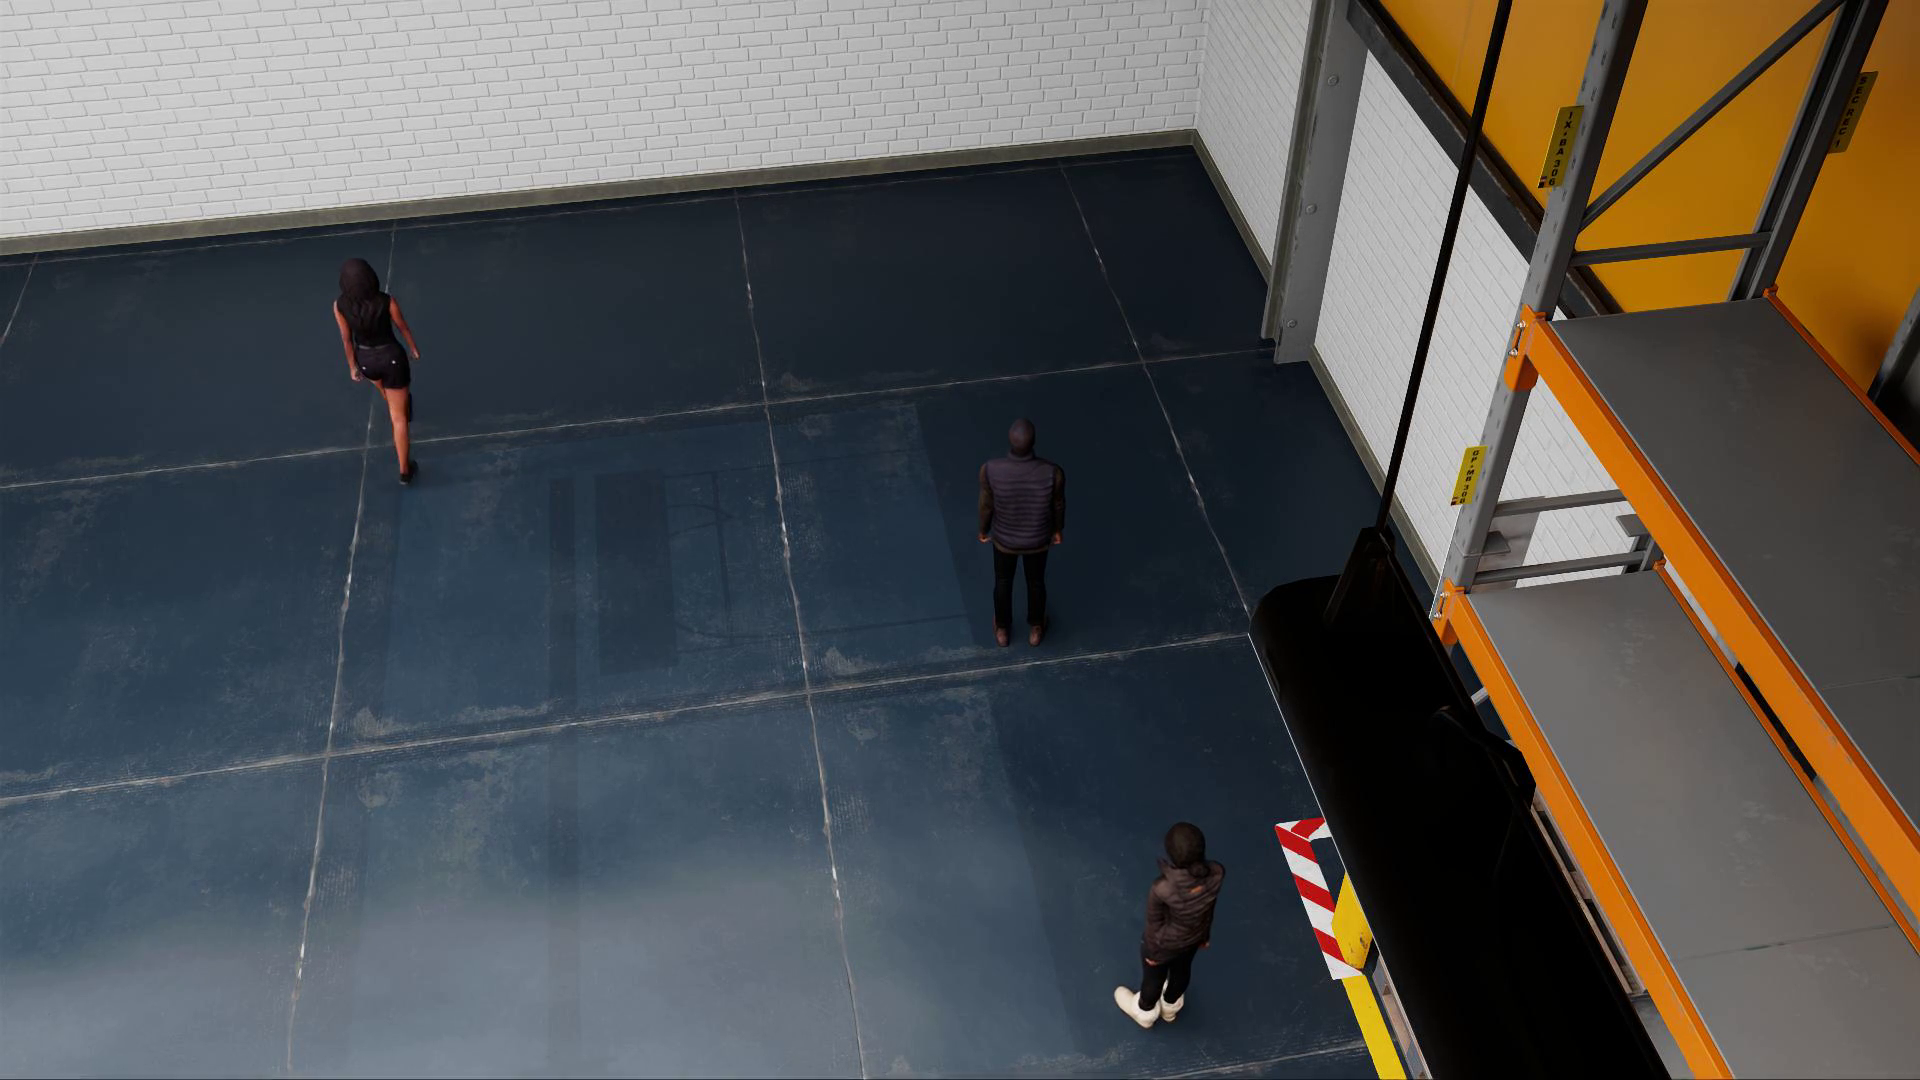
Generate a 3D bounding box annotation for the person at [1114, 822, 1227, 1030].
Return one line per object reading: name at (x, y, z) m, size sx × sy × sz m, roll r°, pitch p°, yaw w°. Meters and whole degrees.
person at (1.098, 2.005, 8.427) m, size 0.710 × 1.661 × 0.643 m, roll -8°, pitch 44°, yaw -8°

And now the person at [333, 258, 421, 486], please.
person at (-4.073, -1.155, 11.728) m, size 0.690 × 1.683 × 1.208 m, roll -3°, pitch 44°, yaw -3°

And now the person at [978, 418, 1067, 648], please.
person at (0.381, -0.035, 10.442) m, size 0.740 × 1.836 × 0.647 m, roll 1°, pitch 44°, yaw 2°
